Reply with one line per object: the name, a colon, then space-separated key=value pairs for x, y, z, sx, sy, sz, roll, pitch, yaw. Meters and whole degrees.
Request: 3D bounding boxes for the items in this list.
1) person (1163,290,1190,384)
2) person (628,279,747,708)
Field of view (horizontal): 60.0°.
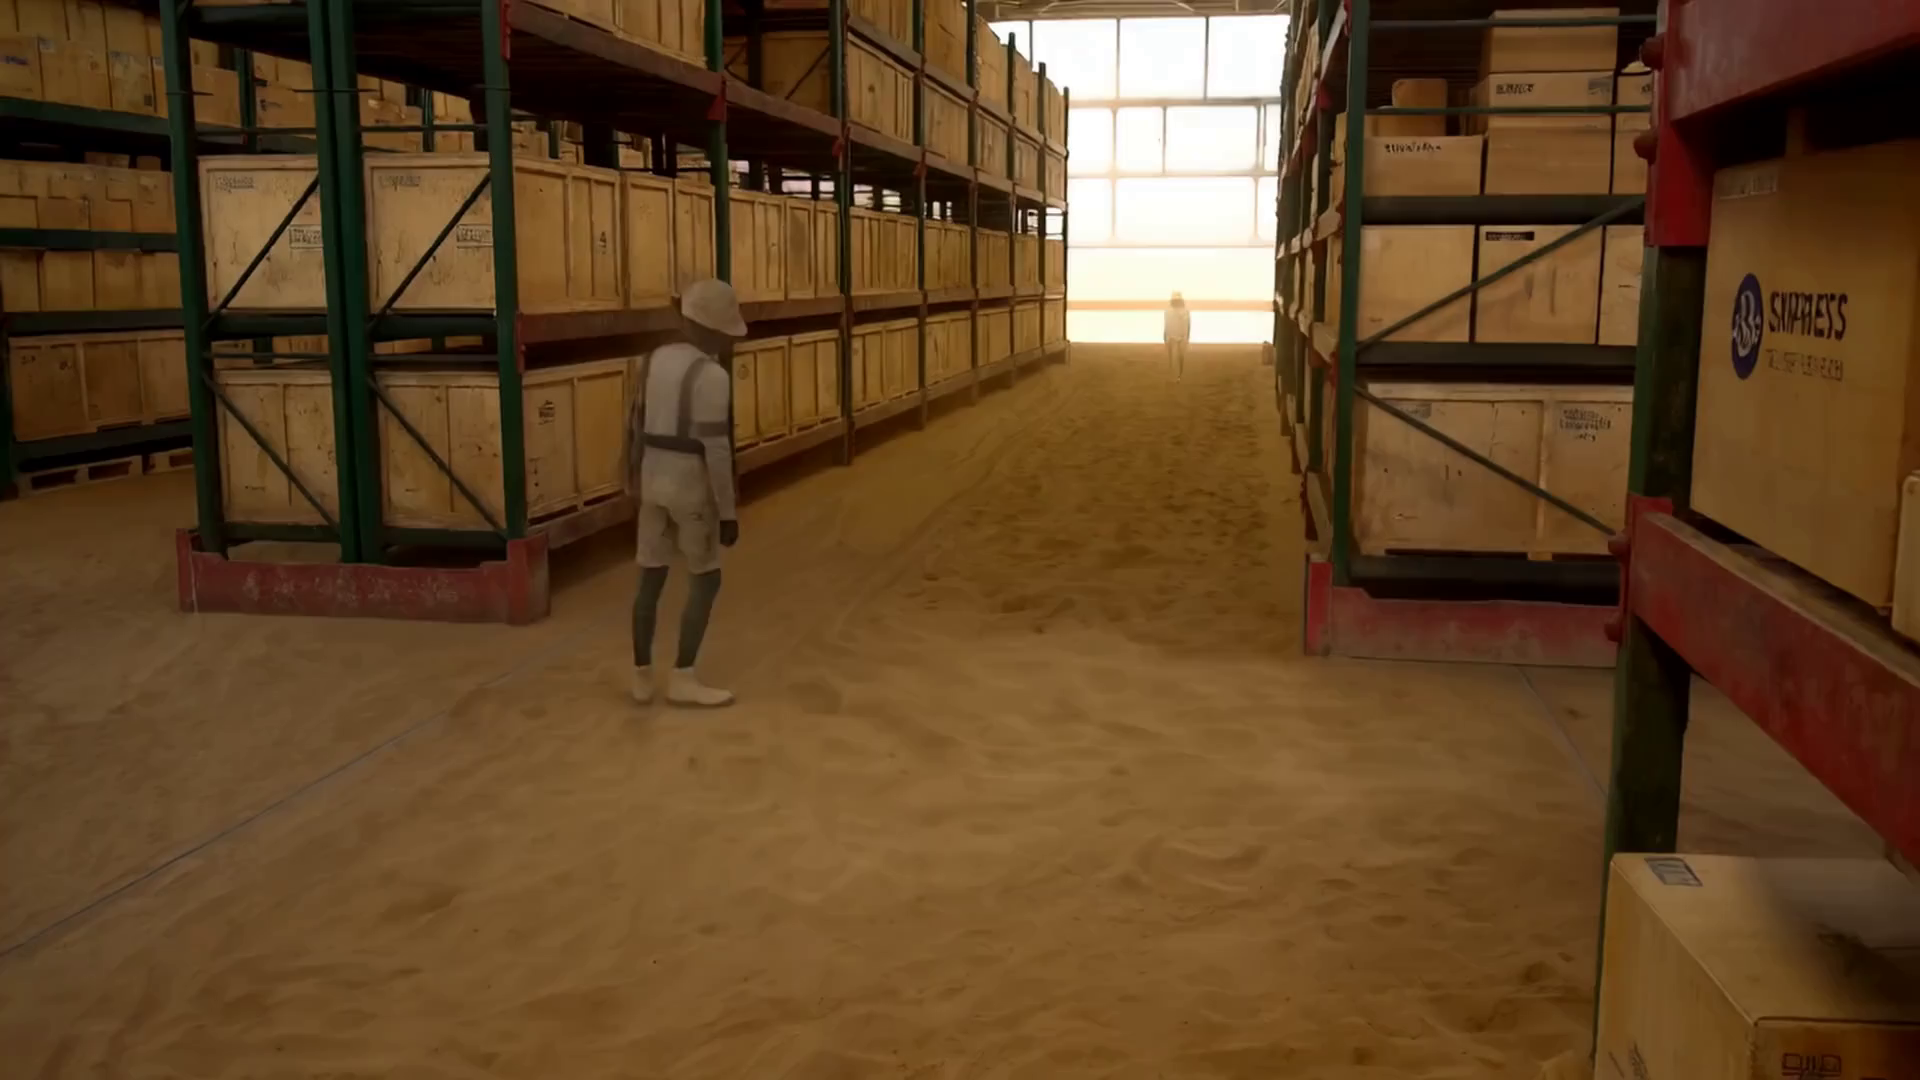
person: x=3.946 y=-3.702 z=30.316 sx=0.497 sy=1.700 sz=0.915 roll=2 pitch=9 yaw=12
person: x=-1.309 y=-0.202 z=7.723 sx=0.744 sy=1.994 sz=0.428 roll=9 pitch=12 yaw=43
